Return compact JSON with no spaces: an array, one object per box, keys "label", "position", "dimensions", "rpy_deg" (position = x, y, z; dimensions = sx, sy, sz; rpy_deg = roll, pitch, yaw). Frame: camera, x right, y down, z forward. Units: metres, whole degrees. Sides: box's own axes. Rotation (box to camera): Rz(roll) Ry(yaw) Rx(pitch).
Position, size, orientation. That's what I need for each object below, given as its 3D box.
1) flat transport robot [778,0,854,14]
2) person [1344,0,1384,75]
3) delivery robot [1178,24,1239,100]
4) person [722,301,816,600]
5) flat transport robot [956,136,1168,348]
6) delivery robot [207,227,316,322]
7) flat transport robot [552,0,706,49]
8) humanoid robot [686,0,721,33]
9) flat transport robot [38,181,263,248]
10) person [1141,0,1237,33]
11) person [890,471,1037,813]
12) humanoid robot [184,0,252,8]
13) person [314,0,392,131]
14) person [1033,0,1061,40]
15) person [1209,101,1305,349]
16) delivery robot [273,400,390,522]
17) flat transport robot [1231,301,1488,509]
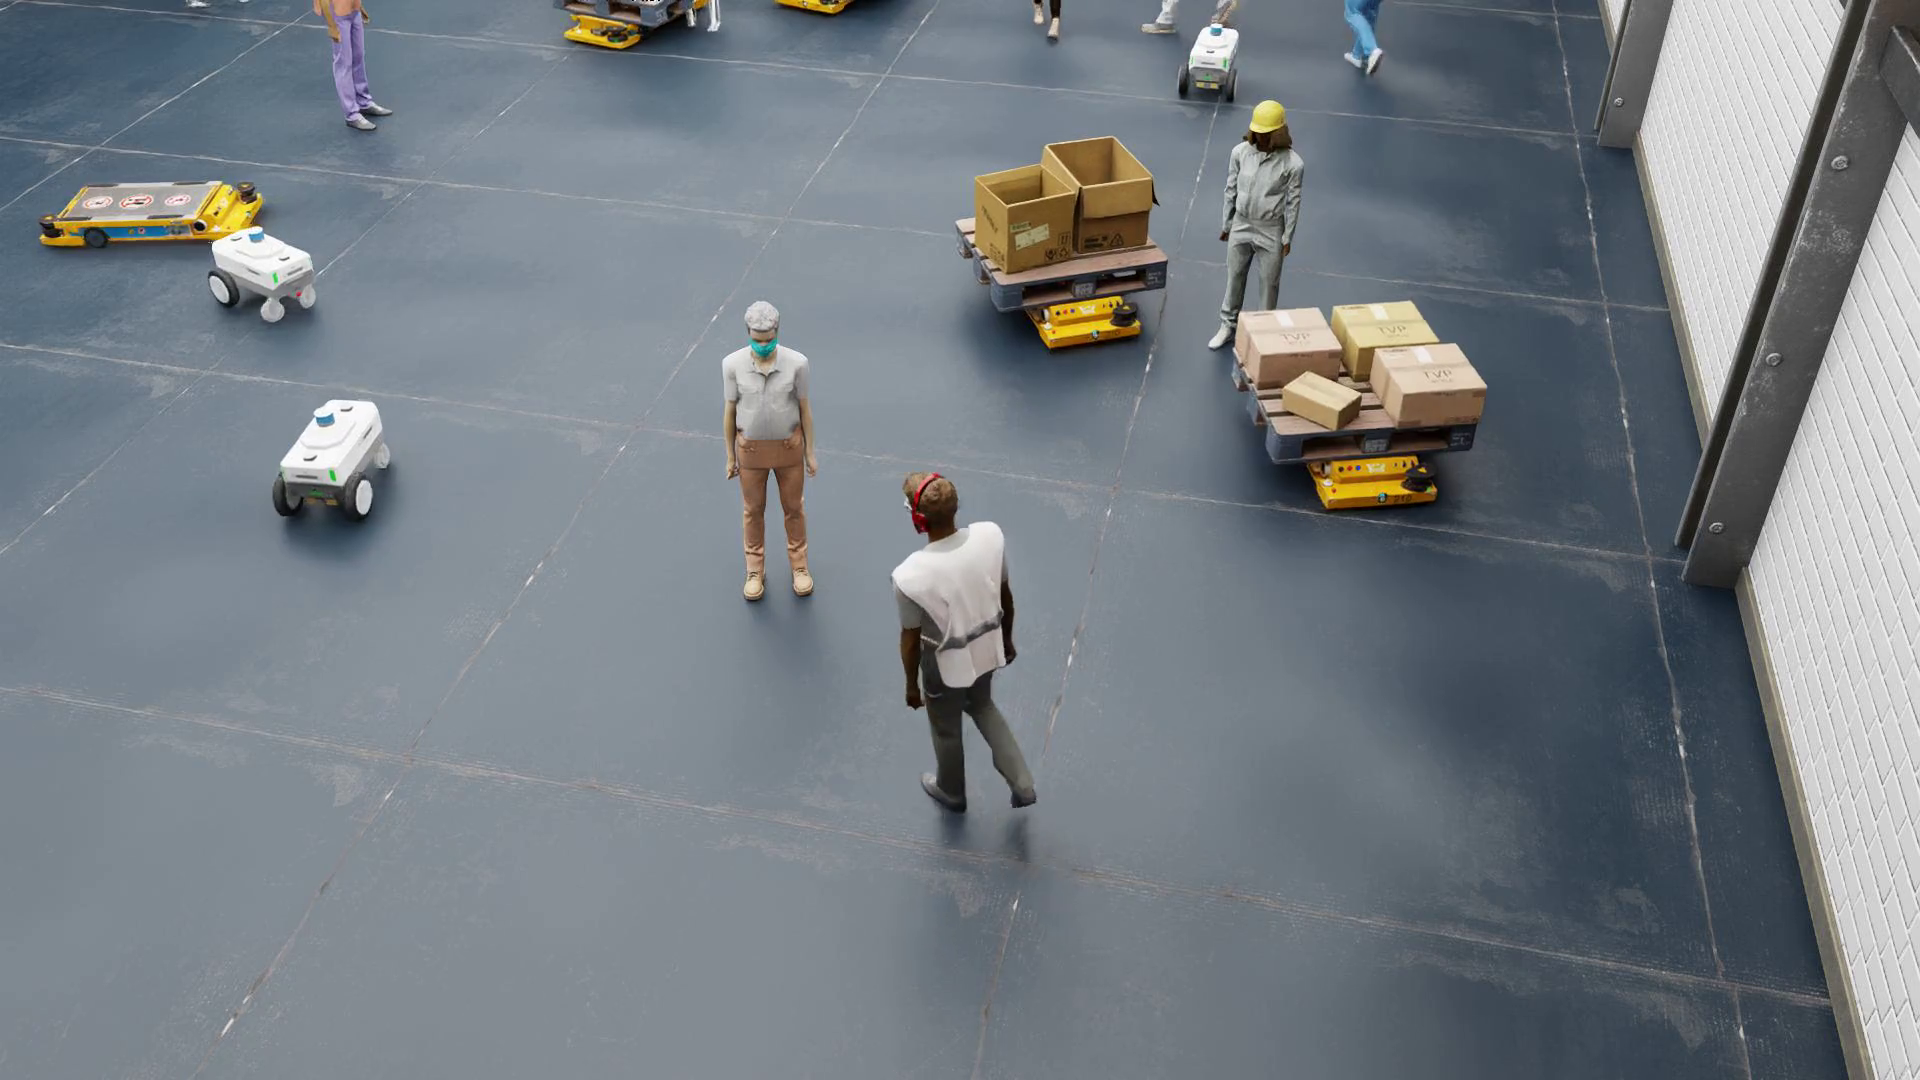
[{"label":"flat transport robot","position":[-1.169,-5.652,16.782],"dimensions":[0.659,0.231,1.431],"rpy_deg":[19,41,23]},{"label":"person","position":[3.654,-4.958,14.641],"dimensions":[0.503,1.709,0.598],"rpy_deg":[-14,39,-18]},{"label":"delivery robot","position":[2.214,-4.212,14.632],"dimensions":[0.520,0.614,0.785],"rpy_deg":[10,38,13]},{"label":"person","position":[-0.984,-0.455,8.600],"dimensions":[0.469,1.740,0.321],"rpy_deg":[-4,37,-6]},{"label":"flat transport robot","position":[0.701,-1.798,11.624],"dimensions":[0.659,0.231,1.431],"rpy_deg":[-10,38,-14]},{"label":"delivery robot","position":[-4.817,-1.877,11.481],"dimensions":[0.752,0.581,0.518],"rpy_deg":[22,42,27]},{"label":"flat transport robot","position":[-3.116,-5.074,16.008],"dimensions":[0.659,0.231,1.431],"rpy_deg":[17,40,21]},{"label":"humanoid robot","position":[-2.499,-5.686,15.556],"dimensions":[0.541,1.744,0.686],"rpy_deg":[7,37,9]},{"label":"flat transport robot","position":[-6.069,-2.447,12.493],"dimensions":[1.431,0.231,0.659],"rpy_deg":[-2,37,-3]},{"label":"person","position":[2.206,-5.655,15.471],"dimensions":[0.858,1.854,0.584],"rpy_deg":[-1,37,-2]},{"label":"person","position":[0.014,0.540,7.203],"dimensions":[0.585,1.816,0.601],"rpy_deg":[-28,45,-32]},{"label":"humanoid robot","position":[-7.311,-5.872,15.912],"dimensions":[0.530,1.777,1.046],"rpy_deg":[19,41,24]},{"label":"person","position":[-5.083,-4.331,13.696],"dimensions":[0.397,1.847,0.563],"rpy_deg":[7,37,9]},{"label":"person","position":[0.758,-5.550,15.491],"dimensions":[0.536,1.650,0.800],"rpy_deg":[6,37,7]},{"label":"person","position":[1.898,-1.972,10.626],"dimensions":[0.491,1.742,0.317],"rpy_deg":[17,40,22]},{"label":"delivery robot","position":[-3.625,-0.477,9.625],"dimensions":[0.499,0.602,0.801],"rpy_deg":[4,37,5]},{"label":"flat transport robot","position":[2.345,-0.683,10.133],"dimensions":[0.659,0.231,1.431],"rpy_deg":[-4,37,-6]}]
